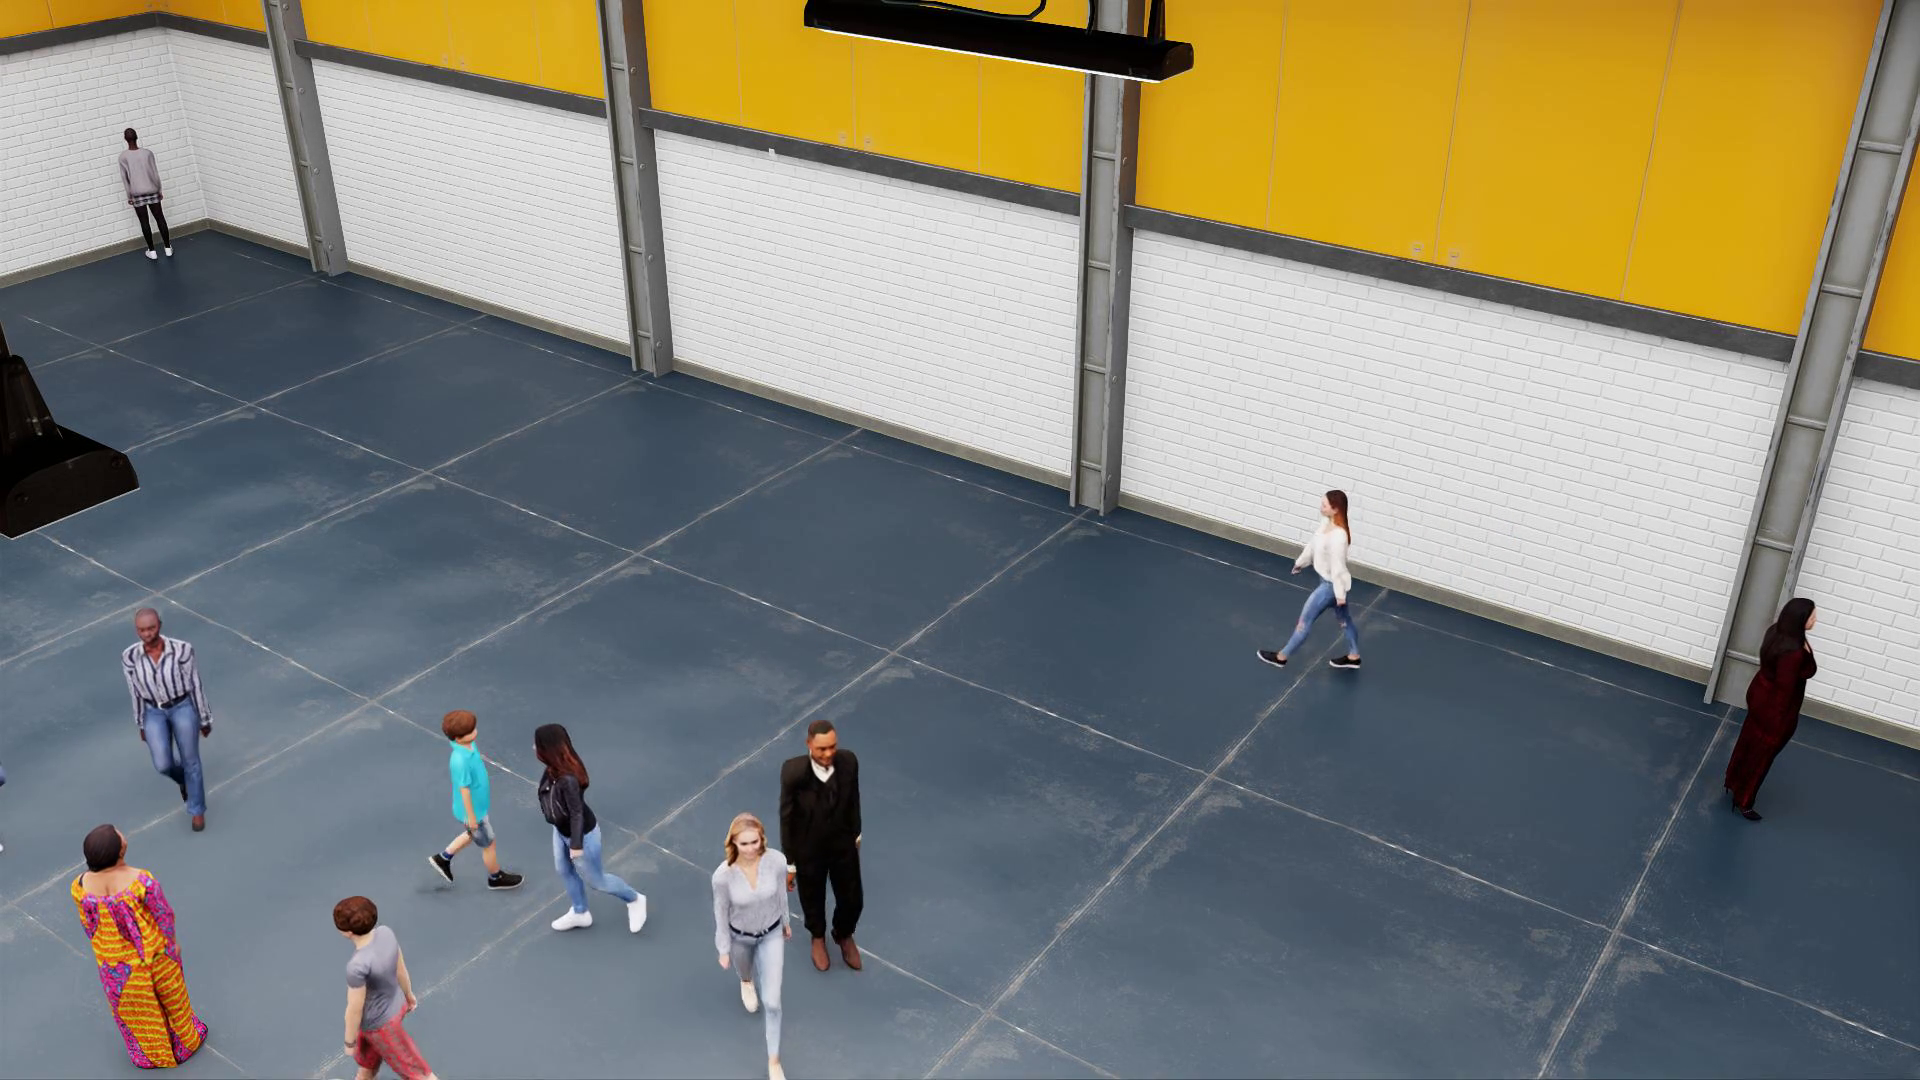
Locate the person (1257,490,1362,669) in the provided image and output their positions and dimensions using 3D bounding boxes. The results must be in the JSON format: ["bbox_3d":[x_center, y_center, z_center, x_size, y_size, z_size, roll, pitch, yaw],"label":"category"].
[{"bbox_3d":[3.082,0.366,13.408,1.182,1.644,0.943,5,29,10],"label":"person"}]

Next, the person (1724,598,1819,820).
[{"bbox_3d":[5.763,1.168,11.822,0.751,1.757,0.757,6,29,11],"label":"person"}]

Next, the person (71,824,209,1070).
[{"bbox_3d":[-4.839,2.342,9.747,0.770,1.682,0.839,-2,29,-3],"label":"person"}]

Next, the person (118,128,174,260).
[{"bbox_3d":[-11.085,-4.717,22.594,0.679,1.771,0.633,-19,34,-31],"label":"person"}]

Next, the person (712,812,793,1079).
[{"bbox_3d":[-1.232,2.289,9.772,1.103,1.752,1.232,-8,29,-13],"label":"person"}]

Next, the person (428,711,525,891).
[{"bbox_3d":[-3.319,1.753,11.086,0.897,1.434,0.839,-5,29,-8],"label":"person"}]

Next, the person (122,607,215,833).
[{"bbox_3d":[-5.543,1.216,11.706,0.816,1.784,0.871,-10,30,-17],"label":"person"}]

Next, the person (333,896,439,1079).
[{"bbox_3d":[-3.110,2.677,9.210,1.184,1.608,0.931,4,29,7],"label":"person"}]

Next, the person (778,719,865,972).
[{"bbox_3d":[-0.890,1.854,10.423,0.845,1.892,0.893,-7,29,-13],"label":"person"}]

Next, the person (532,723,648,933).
[{"bbox_3d":[-2.413,1.866,10.695,0.934,1.610,0.922,-15,32,-26],"label":"person"}]
